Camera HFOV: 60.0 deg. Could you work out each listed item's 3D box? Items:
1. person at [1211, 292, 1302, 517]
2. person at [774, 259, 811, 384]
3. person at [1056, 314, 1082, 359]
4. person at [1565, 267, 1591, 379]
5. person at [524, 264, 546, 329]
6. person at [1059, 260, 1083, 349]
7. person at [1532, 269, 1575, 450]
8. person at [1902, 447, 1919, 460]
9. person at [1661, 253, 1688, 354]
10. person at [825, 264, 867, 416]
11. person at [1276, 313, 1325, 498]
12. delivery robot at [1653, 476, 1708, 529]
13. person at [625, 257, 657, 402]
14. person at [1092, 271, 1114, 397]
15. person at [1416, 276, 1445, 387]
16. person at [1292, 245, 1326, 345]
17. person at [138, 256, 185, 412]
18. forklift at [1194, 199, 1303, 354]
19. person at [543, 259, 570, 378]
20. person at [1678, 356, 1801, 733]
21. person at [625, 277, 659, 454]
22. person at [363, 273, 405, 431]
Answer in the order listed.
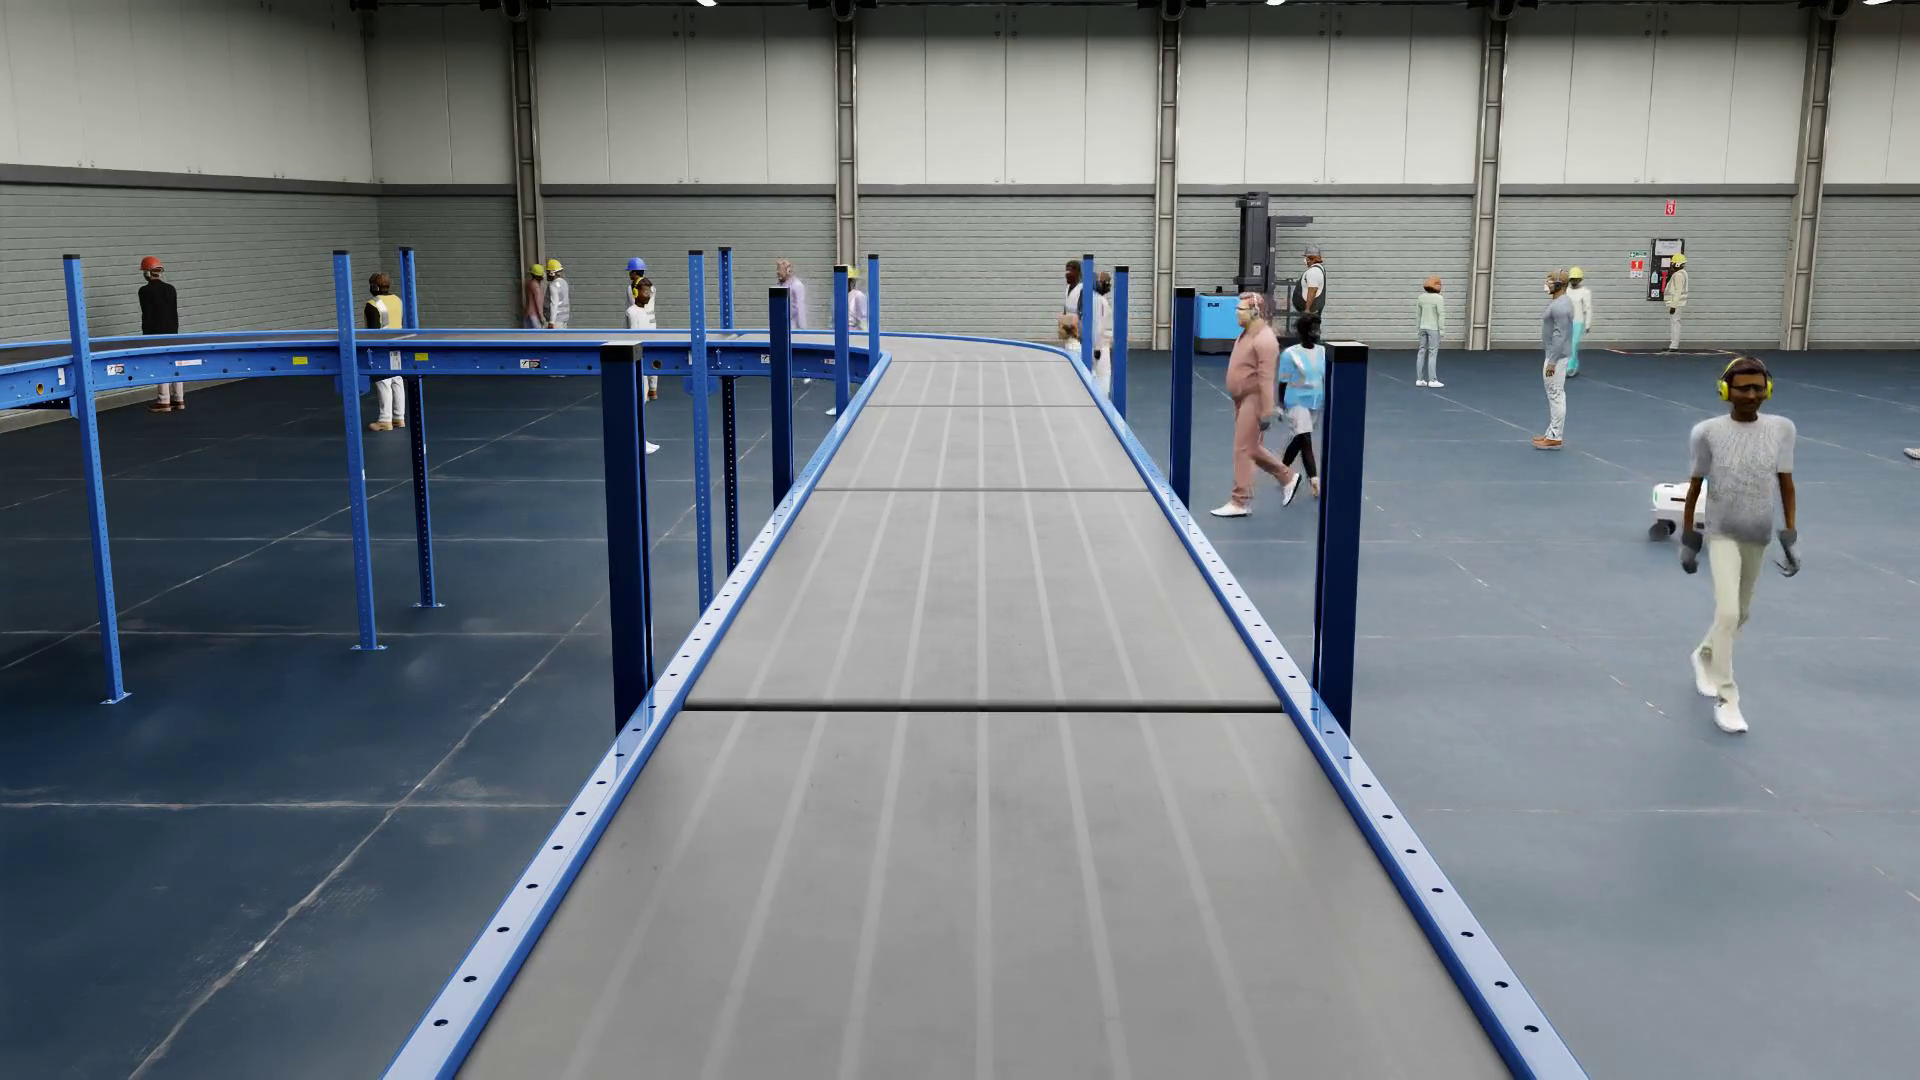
[{"bbox_3d":[2.530,-1.143,14.006,0.755,1.889,0.655,-1,11,-6],"label":"person"},{"bbox_3d":[-2.495,-3.173,24.436,0.552,1.885,0.641,-9,14,-40],"label":"person"},{"bbox_3d":[0.928,-1.257,15.268,0.718,1.609,0.550,1,11,6],"label":"person"},{"bbox_3d":[9.544,-3.378,25.919,0.900,1.721,0.530,-10,15,-41],"label":"person"},{"bbox_3d":[-7.183,-3.782,27.989,0.382,1.719,0.692,-7,13,-30],"label":"person"},{"bbox_3d":[1.593,-2.941,23.215,0.491,1.901,0.596,-2,11,-12],"label":"person"},{"bbox_3d":[6.461,-1.962,18.073,0.373,1.940,0.628,4,12,21],"label":"person"},{"bbox_3d":[10.036,-1.623,16.685,0.940,1.791,0.494,2,11,10],"label":"person"},{"bbox_3d":[13.146,-4.344,30.587,0.404,1.833,0.590,5,12,26],"label":"person"},{"bbox_3d":[-1.413,-2.550,21.164,0.606,1.910,0.670,10,15,41],"label":"person"},{"bbox_3d":[3.122,-1.240,15.113,0.540,1.653,0.917,-6,13,-28],"label":"person"},{"bbox_3d":[5.777,-0.293,12.930,0.707,0.478,0.477,7,13,32],"label":"delivery robot"},{"bbox_3d":[-4.368,-2.878,22.750,0.401,1.949,0.605,4,12,19],"label":"person"},{"bbox_3d":[1.695,-2.475,21.007,0.636,1.821,0.638,1,11,4],"label":"person"},{"bbox_3d":[6.985,-3.098,24.695,0.282,1.633,0.498,-7,13,-32],"label":"person"},{"bbox_3d":[5.850,-3.910,27.930,0.538,2.000,0.683,4,12,22],"label":"person"},{"bbox_3d":[-10.396,-2.673,21.578,0.396,1.993,0.618,3,11,15],"label":"person"},{"bbox_3d":[5.313,-4.851,30.603,1.873,2.768,1.129,0,11,1],"label":"forklift"},{"bbox_3d":[-6.356,-3.487,26.179,0.404,1.833,0.588,1,11,4],"label":"person"},{"bbox_3d":[3.920,-0.027,8.412,0.514,1.837,0.893,0,11,2],"label":"person"},{"bbox_3d":[-3.405,-1.866,17.772,0.321,1.863,0.530,0,11,0],"label":"person"},{"bbox_3d":[-6.833,-2.233,19.714,0.429,1.844,0.627,3,11,15],"label":"person"}]
